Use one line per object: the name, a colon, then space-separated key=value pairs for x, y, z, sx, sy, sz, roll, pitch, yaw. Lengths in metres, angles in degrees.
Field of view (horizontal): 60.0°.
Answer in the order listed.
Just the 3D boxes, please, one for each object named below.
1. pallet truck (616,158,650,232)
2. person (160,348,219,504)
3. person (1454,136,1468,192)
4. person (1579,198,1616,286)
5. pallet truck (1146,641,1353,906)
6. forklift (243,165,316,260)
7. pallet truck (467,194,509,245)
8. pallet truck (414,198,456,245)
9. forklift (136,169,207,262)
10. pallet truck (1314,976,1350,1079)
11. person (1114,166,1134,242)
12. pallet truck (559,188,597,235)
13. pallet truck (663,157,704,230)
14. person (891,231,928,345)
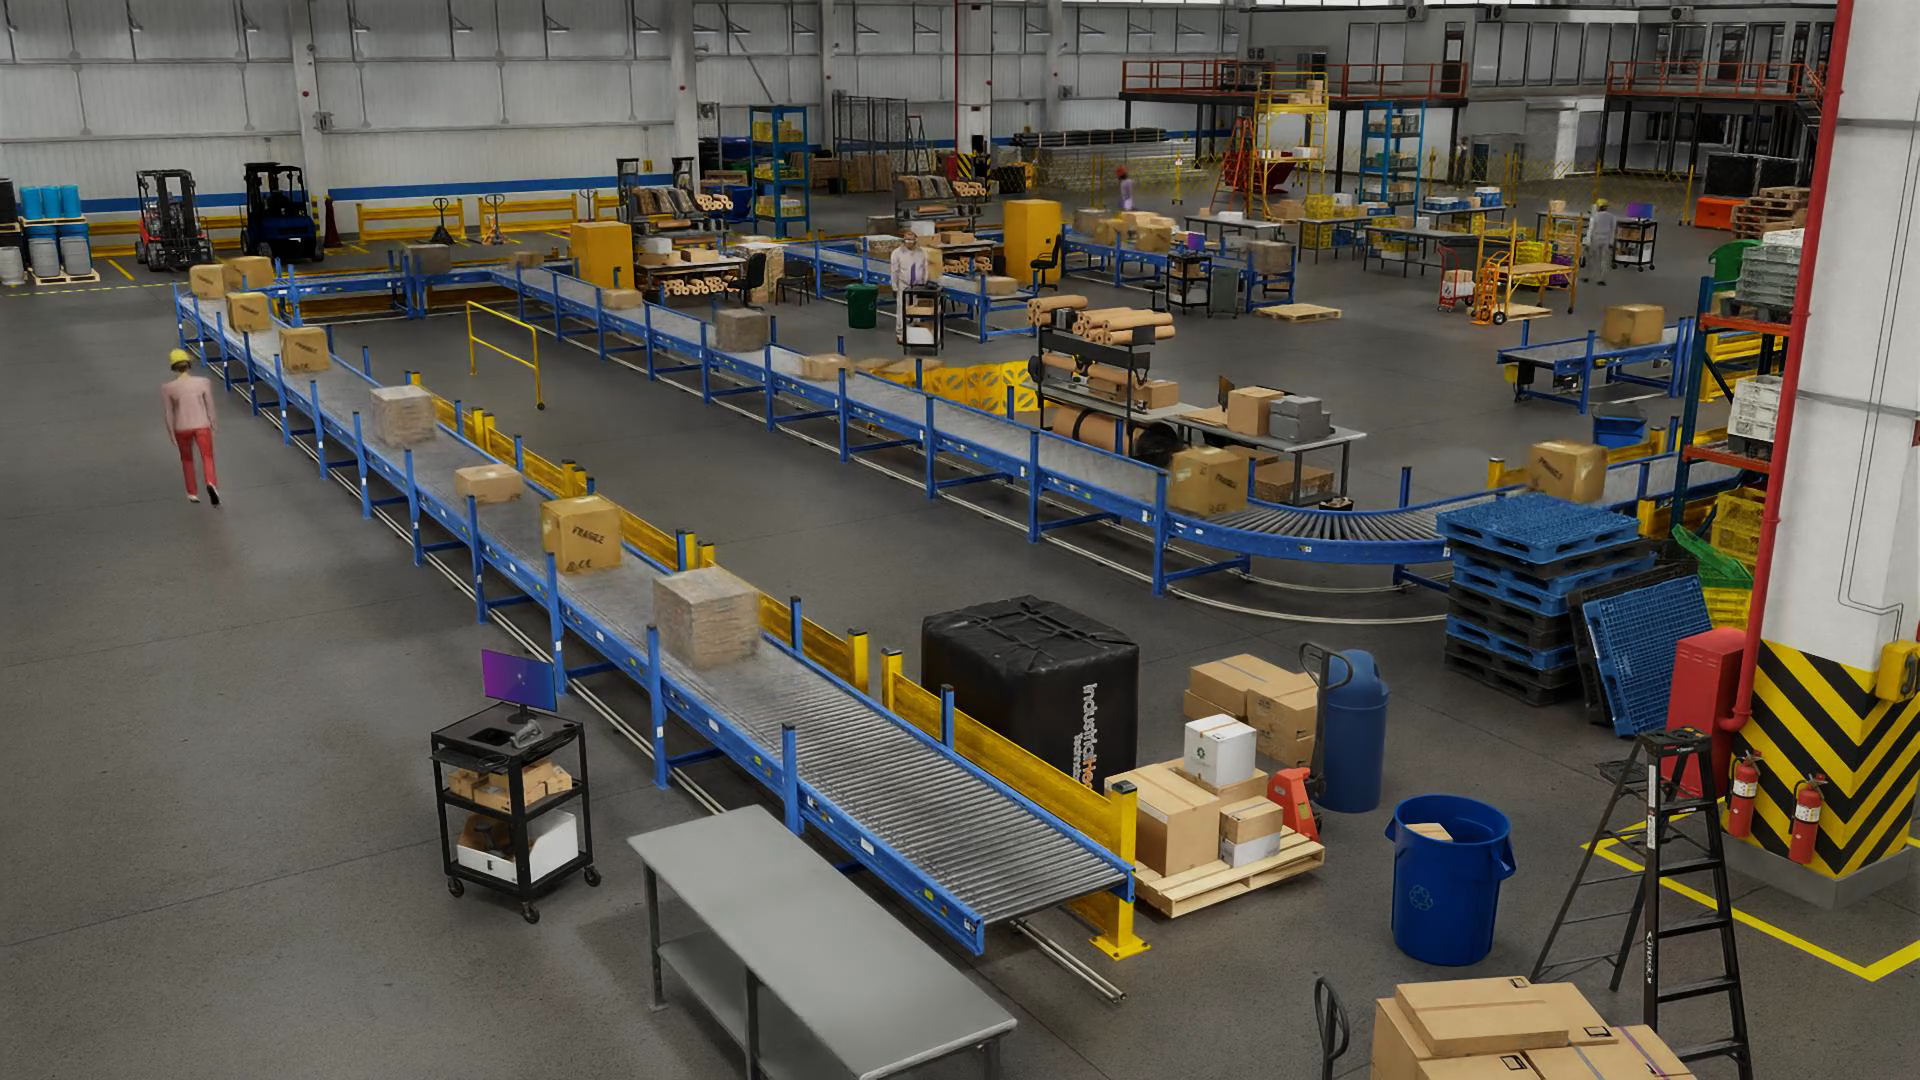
pallet truck: x=-8.918 y=-9.176 z=44.255 sx=0.823 sy=1.965 sz=1.885 roll=-9 pitch=19 yaw=-27
person: x=-8.418 y=-1.227 z=18.232 sx=0.533 sy=1.743 sz=0.665 roll=-9 pitch=19 yaw=-27
person: x=17.024 y=-12.764 z=56.457 sx=0.532 sy=1.842 sz=0.344 roll=-11 pitch=20 yaw=-33
person: x=13.369 y=-6.253 z=34.866 sx=0.644 sy=1.790 sz=0.834 roll=-2 pitch=17 yaw=-6
pallet truck: x=1.664 y=1.407 z=10.232 sx=1.630 sy=1.274 sz=0.653 roll=-10 pitch=20 yaw=-31
forklift: x=-15.898 y=-7.669 z=38.708 sx=1.157 sy=1.987 sz=2.680 roll=-11 pitch=20 yaw=-33
pallet truck: x=-11.983 y=-8.177 z=42.137 sx=0.704 sy=1.261 sz=1.522 roll=-11 pitch=20 yaw=-33
pallet truck: x=-13.250 y=-8.060 z=41.856 sx=0.680 sy=1.201 sz=1.601 roll=-10 pitch=20 yaw=-31
forklift: x=-17.842 y=-7.318 z=37.559 sx=1.157 sy=1.987 sz=2.680 roll=-10 pitch=20 yaw=-31
pallet truck: x=2.299 y=2.390 z=7.086 sx=1.601 sy=1.201 sz=0.680 roll=-2 pitch=17 yaw=-7
person: x=4.020 y=-8.245 z=41.167 sx=0.741 sy=1.991 sz=0.678 roll=4 pitch=17 yaw=14
pallet truck: x=-10.010 y=-8.652 z=43.699 sx=0.653 sy=1.274 sz=1.630 roll=-10 pitch=20 yaw=-31
pallet truck: x=-7.586 y=-9.308 z=44.692 sx=0.823 sy=1.965 sz=1.885 roll=-11 pitch=20 yaw=-33
person: x=-0.833 y=-4.256 z=28.045 sx=0.643 sy=1.905 sz=0.399 roll=-5 pitch=17 yaw=-17
